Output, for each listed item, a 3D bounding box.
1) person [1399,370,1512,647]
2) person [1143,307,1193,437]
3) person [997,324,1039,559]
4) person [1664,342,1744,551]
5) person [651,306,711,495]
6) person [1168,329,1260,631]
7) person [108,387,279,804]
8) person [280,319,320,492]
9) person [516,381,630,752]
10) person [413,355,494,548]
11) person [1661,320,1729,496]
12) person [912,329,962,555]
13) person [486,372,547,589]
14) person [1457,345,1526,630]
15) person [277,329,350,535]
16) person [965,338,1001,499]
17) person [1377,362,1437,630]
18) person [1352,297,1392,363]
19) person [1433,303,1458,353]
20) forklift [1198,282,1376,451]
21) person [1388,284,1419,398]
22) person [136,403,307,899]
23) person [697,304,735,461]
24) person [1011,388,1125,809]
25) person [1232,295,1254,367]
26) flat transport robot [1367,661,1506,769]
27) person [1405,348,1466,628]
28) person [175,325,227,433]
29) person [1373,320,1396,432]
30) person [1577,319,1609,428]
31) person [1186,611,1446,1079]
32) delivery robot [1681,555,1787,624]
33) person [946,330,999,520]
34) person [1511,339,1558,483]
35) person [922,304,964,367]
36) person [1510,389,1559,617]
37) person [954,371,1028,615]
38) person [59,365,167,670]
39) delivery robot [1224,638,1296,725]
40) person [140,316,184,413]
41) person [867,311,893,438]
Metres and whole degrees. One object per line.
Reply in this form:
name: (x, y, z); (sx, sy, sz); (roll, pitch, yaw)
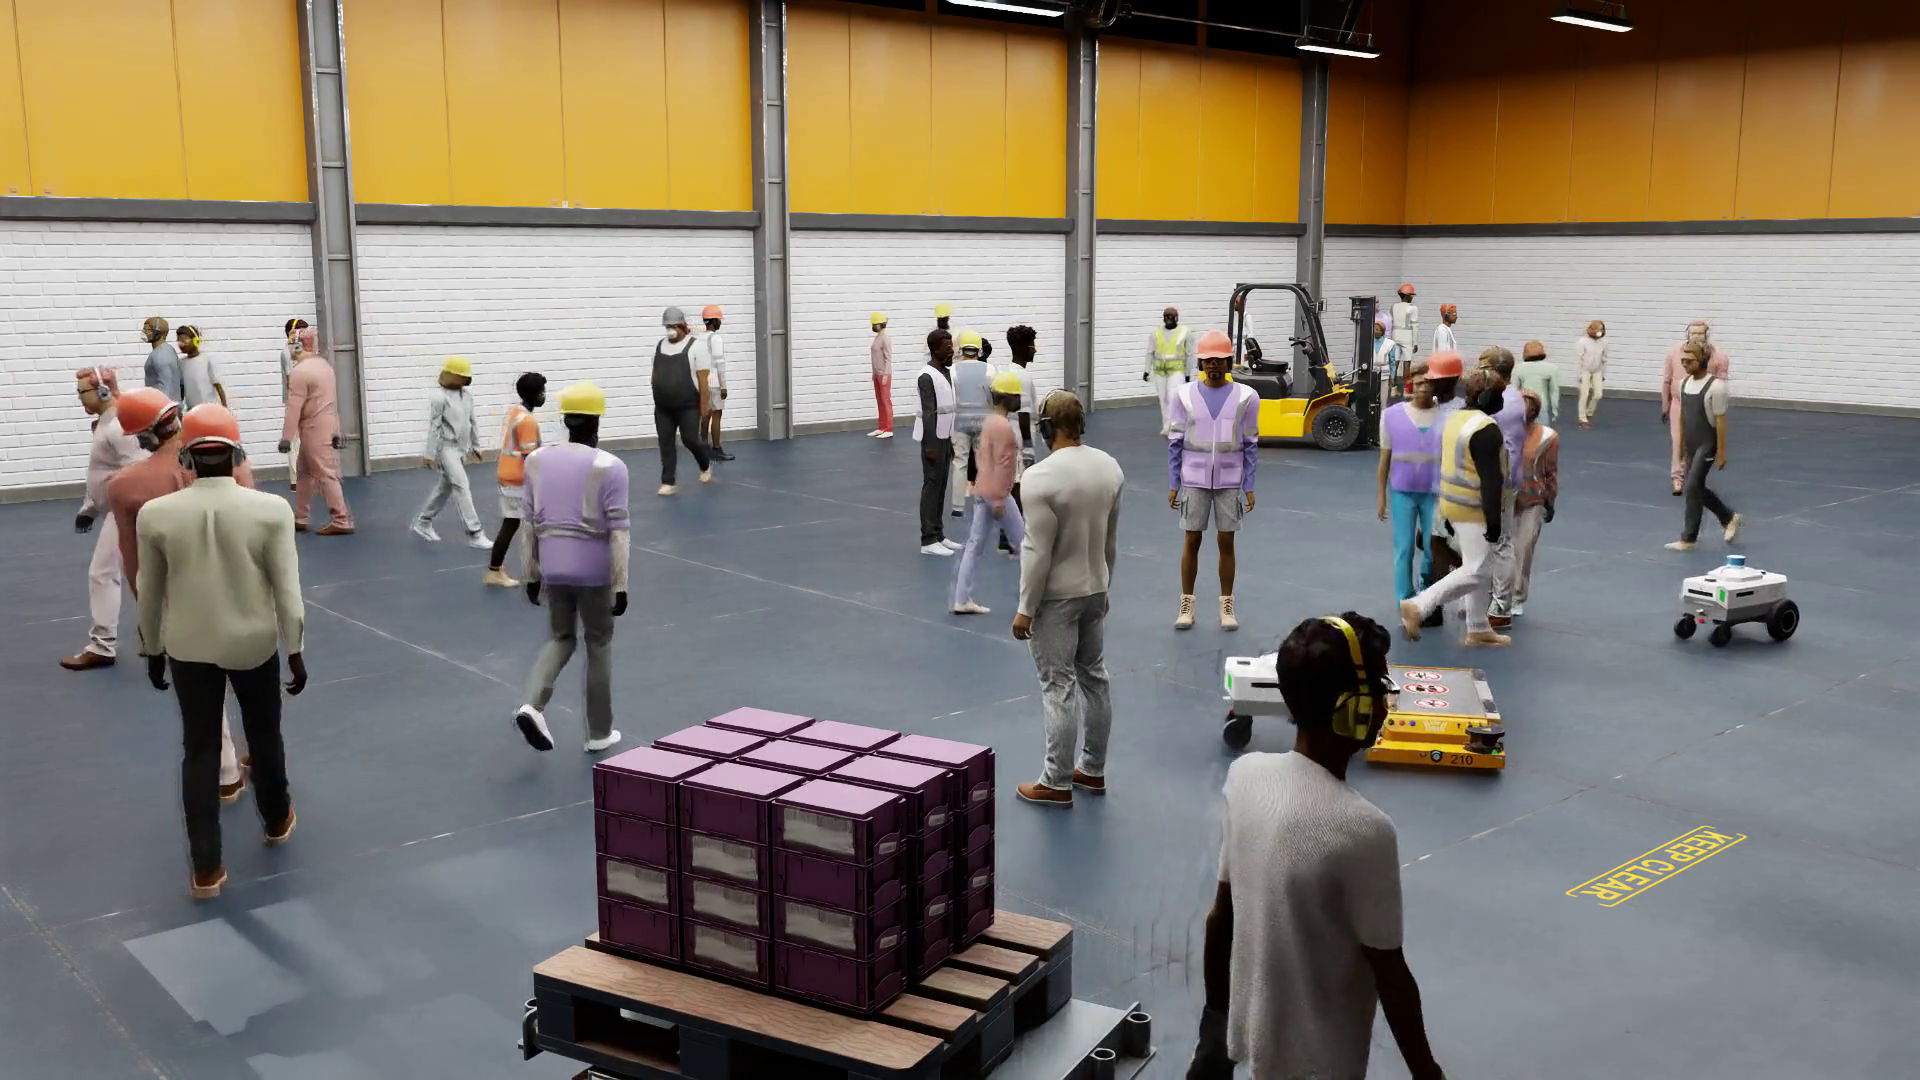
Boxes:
person: (3.215, -0.178, 10.635); (0.706, 1.820, 0.624); (0, 10, 0)
person: (2.891, -2.341, 23.334); (0.642, 1.809, 0.850); (5, 11, 25)
person: (0.487, -0.826, 13.993); (0.369, 1.967, 0.600); (-3, 10, -15)
person: (6.477, -0.806, 14.352); (0.754, 1.818, 0.516); (-2, 10, -13)
person: (-2.990, -1.516, 17.812); (0.690, 2.000, 0.770); (3, 10, 16)
person: (1.710, -0.397, 11.260); (0.607, 2.044, 0.378); (1, 10, 7)
person: (-3.543, 0.253, 7.770); (0.703, 1.937, 0.547); (-6, 11, -30)
person: (-7.120, -1.451, 17.933); (0.329, 1.872, 0.507); (-2, 10, -13)
person: (-1.953, 0.162, 8.376); (0.594, 1.912, 0.615); (3, 10, 18)
person: (-4.470, -0.786, 14.547); (0.904, 1.692, 0.516); (3, 10, 19)
person: (7.898, -1.435, 17.891); (0.661, 1.862, 0.985); (5, 11, 25)
person: (-0.197, -0.838, 14.204); (0.392, 1.919, 0.592); (2, 10, 14)
person: (-3.330, -0.451, 12.661); (0.674, 1.654, 0.548); (-3, 10, -16)
person: (3.634, -0.353, 11.305); (0.356, 1.937, 0.638); (2, 10, 9)
person: (-5.964, -0.964, 15.058); (0.857, 1.872, 0.660); (-1, 10, -4)
person: (0.228, -1.253, 17.280); (0.538, 1.695, 0.319); (4, 10, 22)
person: (3.155, -0.317, 11.442); (0.565, 1.830, 0.557); (2, 10, 12)
person: (6.583, -2.968, 26.730); (0.639, 1.902, 0.407); (8, 13, 39)
person: (6.679, -2.313, 22.941); (0.340, 1.882, 0.586); (3, 10, 17)
forklift: (4.328, -2.346, 22.227); (2.313, 2.155, 1.214); (3, 10, 16)
person: (7.932, -3.551, 29.736); (0.395, 2.039, 0.607); (-8, 13, -40)
person: (-3.017, 0.411, 6.830); (0.641, 1.948, 0.932); (-3, 10, -15)
person: (-3.058, -1.951, 20.651); (0.349, 1.942, 0.545); (-8, 13, -39)
person: (0.486, 0.271, 7.669); (0.371, 1.933, 0.627); (9, 14, 44)
person: (4.751, -3.212, 28.201); (0.355, 1.886, 0.572); (-3, 10, -19)
flat transport robot: (2.485, 0.902, 8.834); (0.652, 0.197, 1.431); (2, 10, 12)
person: (3.385, -0.351, 11.365); (0.669, 1.917, 0.554); (-2, 10, -13)
person: (-7.641, -1.241, 16.785); (0.568, 1.842, 0.422); (3, 10, 17)
person: (5.838, -2.257, 23.334); (0.521, 1.636, 0.311); (3, 10, 16)
person: (9.294, -2.441, 24.489); (0.503, 1.618, 0.346); (-1, 10, -7)
person: (0.809, 1.055, 3.369); (0.852, 1.838, 0.522); (-3, 10, -16)
delivery robot: (5.118, 0.344, 10.996); (0.707, 0.478, 0.477); (-6, 11, -29)
person: (0.105, -1.099, 15.982); (0.596, 1.832, 0.404); (-1, 10, -4)
person: (6.423, -1.444, 18.654); (0.528, 1.605, 0.637); (4, 10, 22)
person: (-0.236, -2.328, 23.060); (0.587, 1.865, 0.985); (4, 11, 24)
person: (3.976, -0.283, 11.842); (0.551, 1.611, 0.549); (4, 11, 24)
person: (0.365, -0.319, 11.716); (0.889, 1.716, 0.543); (-2, 10, -14)
person: (-5.269, -0.144, 10.316); (0.871, 1.864, 0.655); (-4, 11, -25)
delivery robot: (1.728, 0.748, 8.630); (0.707, 0.478, 0.477); (2, 10, 11)
person: (-7.984, -1.269, 16.667); (0.372, 1.940, 0.631); (-4, 10, -22)
person: (-1.115, -2.304, 23.237); (0.319, 1.768, 0.523); (-4, 10, -22)
